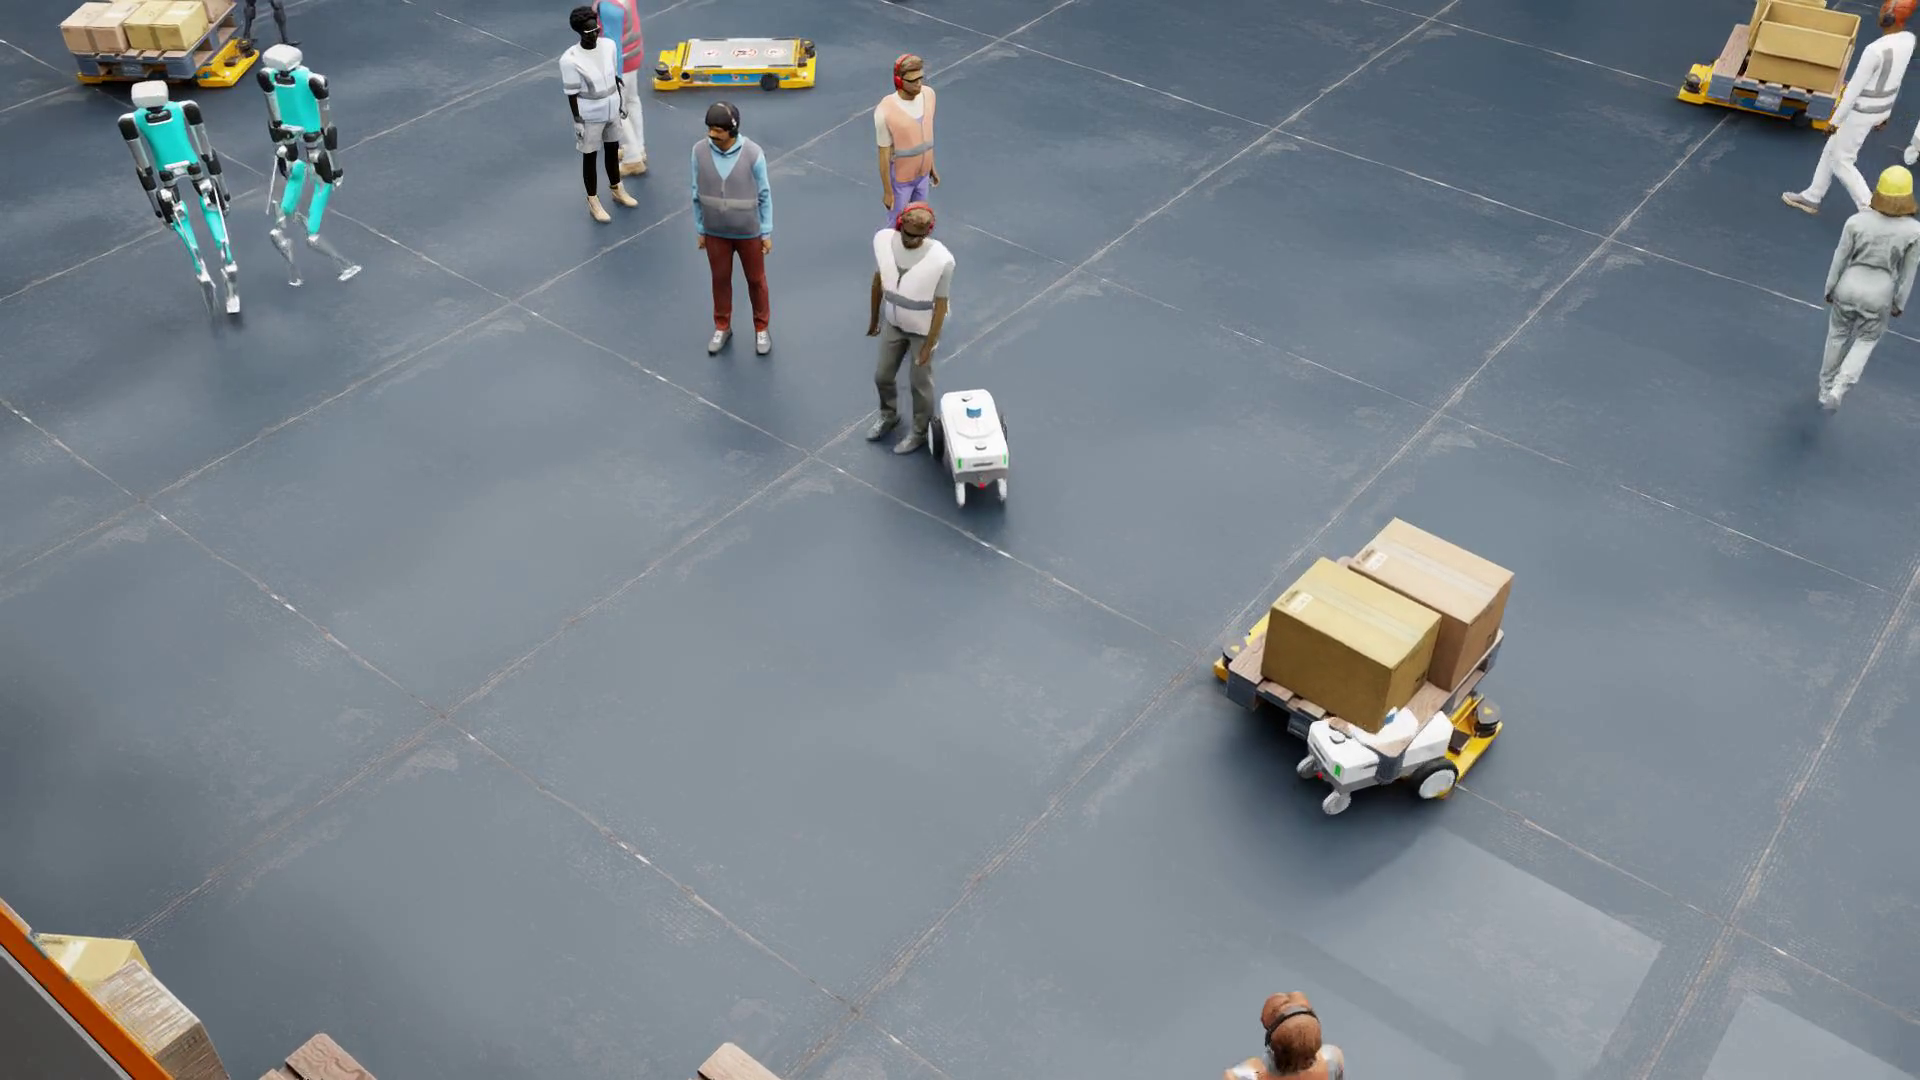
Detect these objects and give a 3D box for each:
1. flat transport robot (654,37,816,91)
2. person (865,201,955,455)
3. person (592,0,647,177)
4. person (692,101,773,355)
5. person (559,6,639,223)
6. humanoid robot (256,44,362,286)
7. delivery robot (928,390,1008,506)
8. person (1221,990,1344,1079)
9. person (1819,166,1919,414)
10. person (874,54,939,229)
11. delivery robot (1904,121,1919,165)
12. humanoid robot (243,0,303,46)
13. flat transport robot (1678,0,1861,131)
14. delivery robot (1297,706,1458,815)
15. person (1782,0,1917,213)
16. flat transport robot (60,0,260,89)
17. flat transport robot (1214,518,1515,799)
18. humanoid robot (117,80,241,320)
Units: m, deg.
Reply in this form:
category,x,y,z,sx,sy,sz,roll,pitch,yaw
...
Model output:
category,x,y,z,sx,sy,sz,roll,pitch,yaw
flat transport robot,-2.043,-4.344,15.188,1.431,0.231,0.659,-1,40,-1
person,-0.314,-1.334,10.454,0.598,1.817,0.463,23,45,24
person,-2.761,-3.863,13.413,0.429,1.836,0.640,-1,40,-2
person,-1.533,-2.130,11.341,0.533,1.877,0.415,4,41,5
person,-2.796,-3.302,12.859,0.319,1.696,0.531,27,47,28
humanoid robot,-4.811,-2.601,12.026,0.530,1.797,0.793,10,41,12
delivery robot,0.085,-0.630,10.596,0.499,0.592,0.795,-6,41,-7
person,1.174,2.311,6.317,0.520,1.614,0.666,-14,42,-16
person,5.865,-1.582,10.811,0.513,1.716,0.497,24,46,26
person,-0.376,-2.608,11.929,0.391,1.846,0.563,27,47,28
delivery robot,8.112,-3.179,13.586,0.499,0.581,0.768,-2,40,-2
humanoid robot,-6.554,-5.335,15.272,0.587,1.637,0.402,16,43,18
flat transport robot,7.179,-3.949,14.723,1.431,0.231,0.659,20,44,22
delivery robot,2.155,1.068,8.595,0.777,0.587,0.499,-13,42,-15
person,6.926,-3.217,12.637,0.569,1.859,0.834,-28,48,-29
flat transport robot,-7.255,-4.391,15.243,1.431,0.231,0.659,3,40,3
flat transport robot,2.171,0.831,9.101,1.431,0.231,0.659,29,48,30
humanoid robot,-5.349,-2.246,11.626,0.555,1.842,0.716,-18,44,-20
